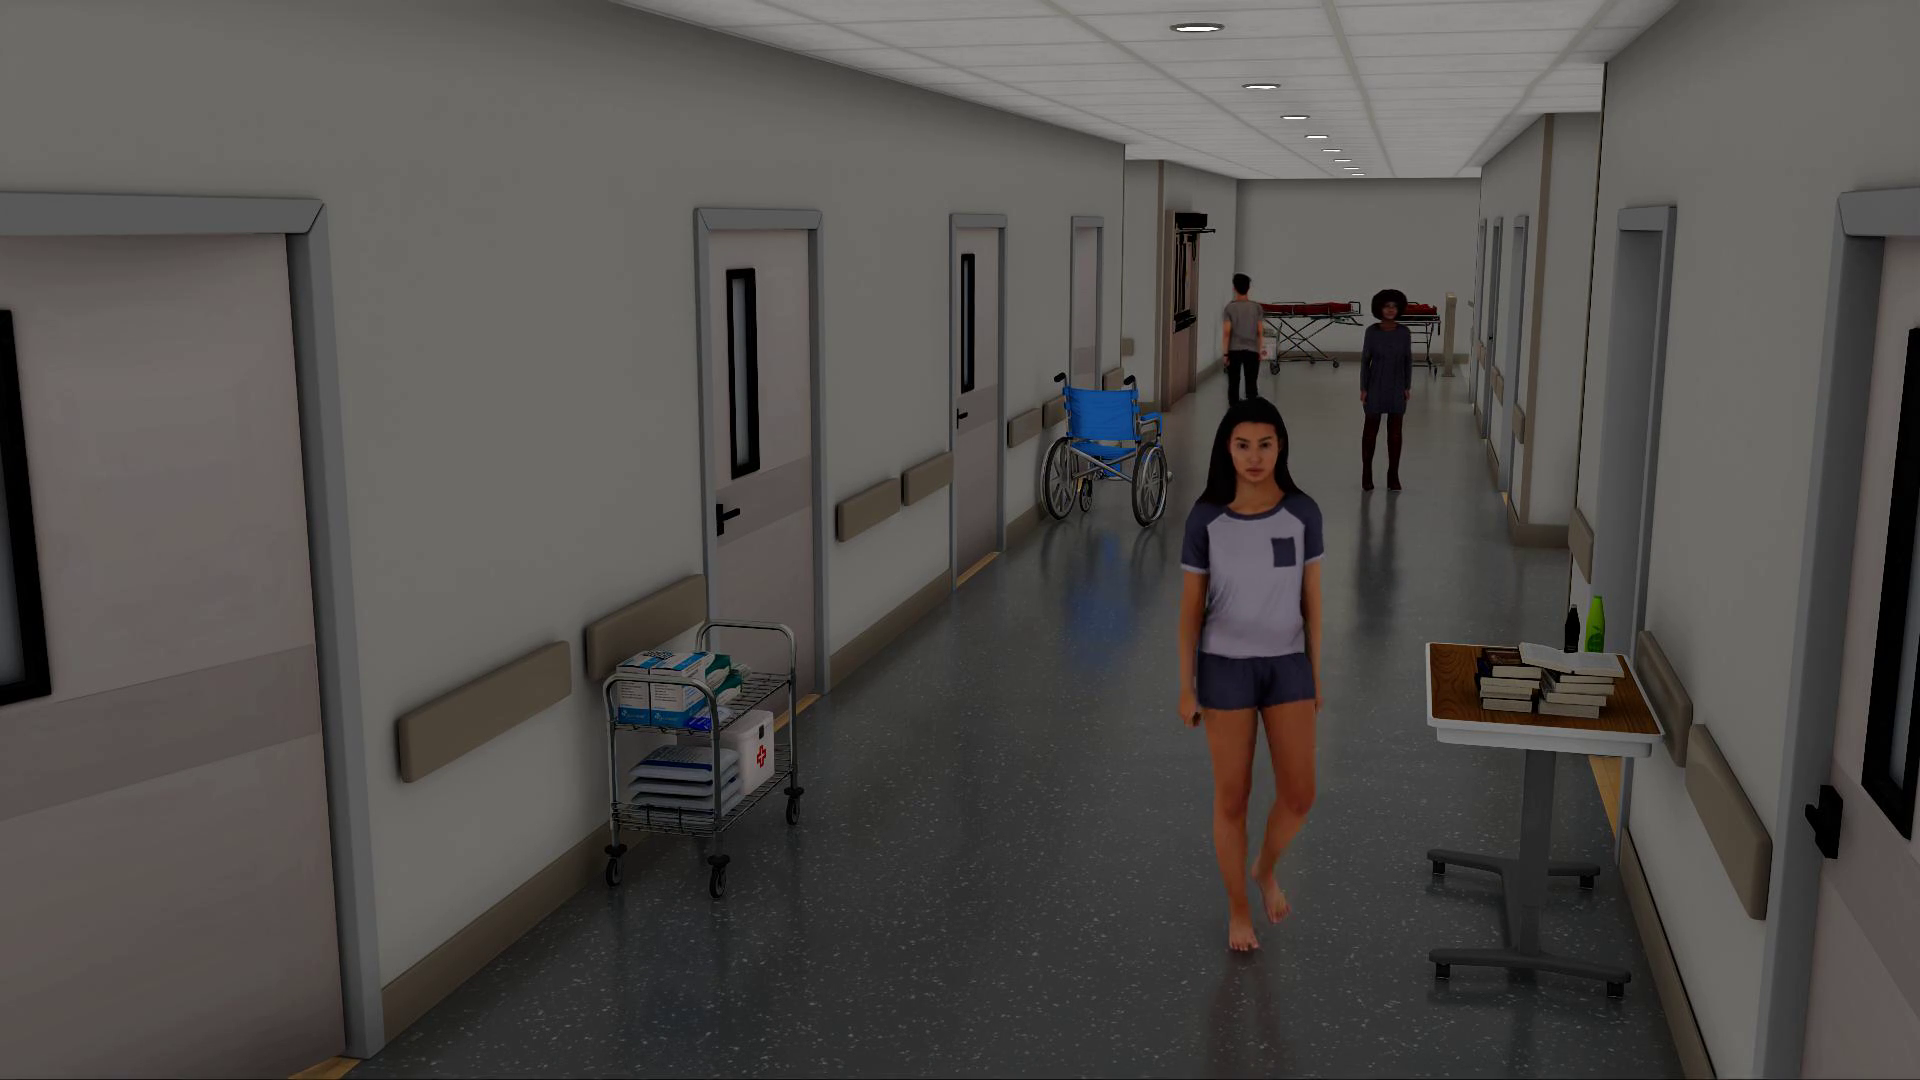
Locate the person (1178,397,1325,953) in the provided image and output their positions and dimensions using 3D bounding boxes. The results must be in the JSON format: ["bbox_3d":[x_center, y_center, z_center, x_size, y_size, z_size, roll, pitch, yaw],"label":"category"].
[{"bbox_3d":[0.912,0.408,5.237,0.673,1.728,0.670,0,11,0],"label":"person"}]

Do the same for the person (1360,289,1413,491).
[{"bbox_3d":[3.621,-1.276,14.166,0.616,1.706,0.570,1,11,4],"label":"person"}]

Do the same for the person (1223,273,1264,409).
[{"bbox_3d":[3.133,-2.065,18.350,0.688,1.696,1.030,1,11,7],"label":"person"}]
